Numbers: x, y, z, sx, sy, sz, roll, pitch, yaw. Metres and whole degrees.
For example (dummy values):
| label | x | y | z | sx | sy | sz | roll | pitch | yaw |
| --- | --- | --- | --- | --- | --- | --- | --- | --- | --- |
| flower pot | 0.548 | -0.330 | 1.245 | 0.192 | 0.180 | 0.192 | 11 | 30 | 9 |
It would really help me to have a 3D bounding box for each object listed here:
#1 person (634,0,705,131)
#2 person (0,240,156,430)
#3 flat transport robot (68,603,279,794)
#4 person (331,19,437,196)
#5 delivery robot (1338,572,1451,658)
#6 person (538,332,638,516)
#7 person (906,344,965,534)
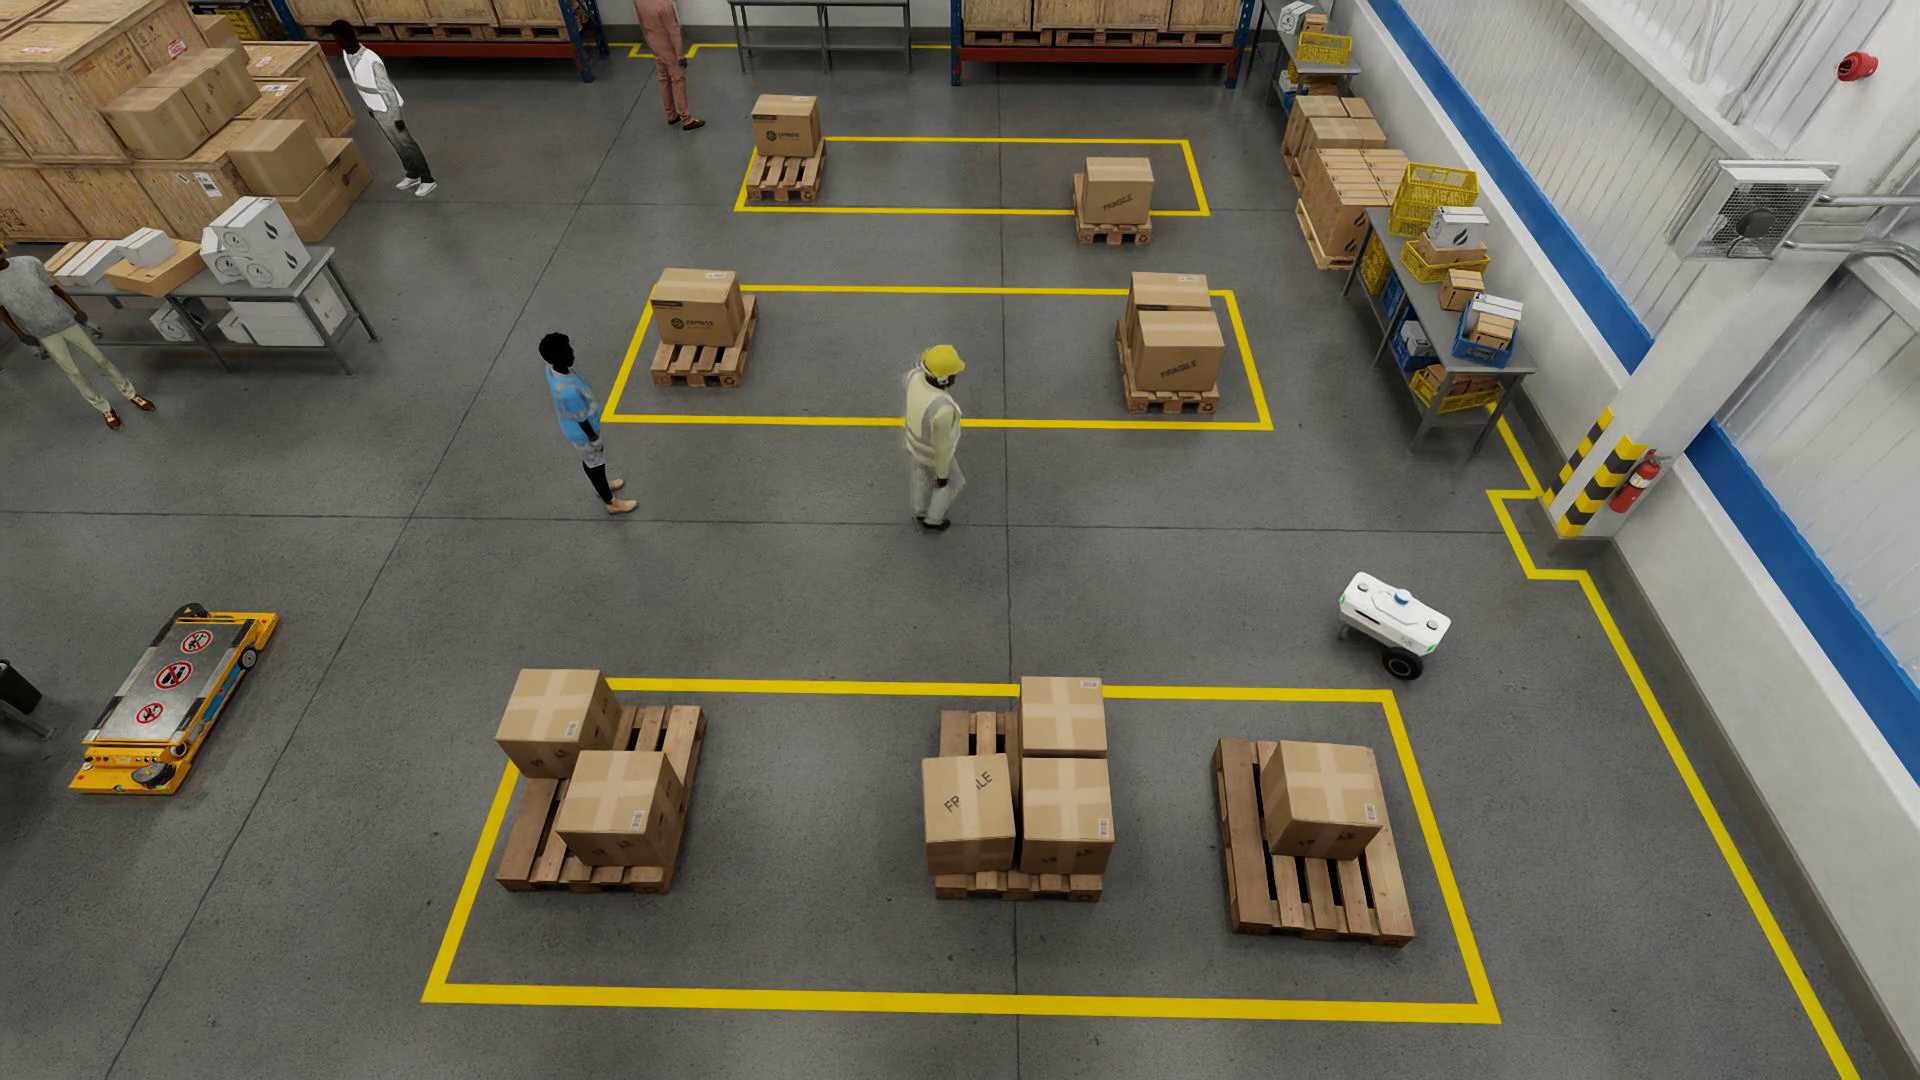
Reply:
| label | x | y | z | sx | sy | sz | roll | pitch | yaw |
| --- | --- | --- | --- | --- | --- | --- | --- | --- | --- |
| person | -3.664 | -6.179 | 11.514 | 0.652 | 1.906 | 0.402 | 32 | 57 | 24 |
| person | -7.704 | -1.789 | 7.827 | 0.328 | 1.865 | 0.521 | 31 | 56 | 23 |
| flat transport robot | -5.504 | 1.072 | 6.442 | 0.652 | 0.197 | 1.431 | 1 | 50 | 1 |
| person | -6.550 | -4.908 | 10.436 | 0.590 | 1.912 | 0.392 | 26 | 54 | 20 |
| delivery robot | 3.134 | 0.539 | 6.649 | 0.707 | 0.478 | 0.477 | 33 | 57 | 25 |
| person | -2.946 | -0.894 | 7.176 | 0.322 | 1.697 | 0.531 | -25 | 54 | -20 |
| person | -0.181 | -0.731 | 6.964 | 0.437 | 1.810 | 0.630 | -23 | 53 | -18 |
